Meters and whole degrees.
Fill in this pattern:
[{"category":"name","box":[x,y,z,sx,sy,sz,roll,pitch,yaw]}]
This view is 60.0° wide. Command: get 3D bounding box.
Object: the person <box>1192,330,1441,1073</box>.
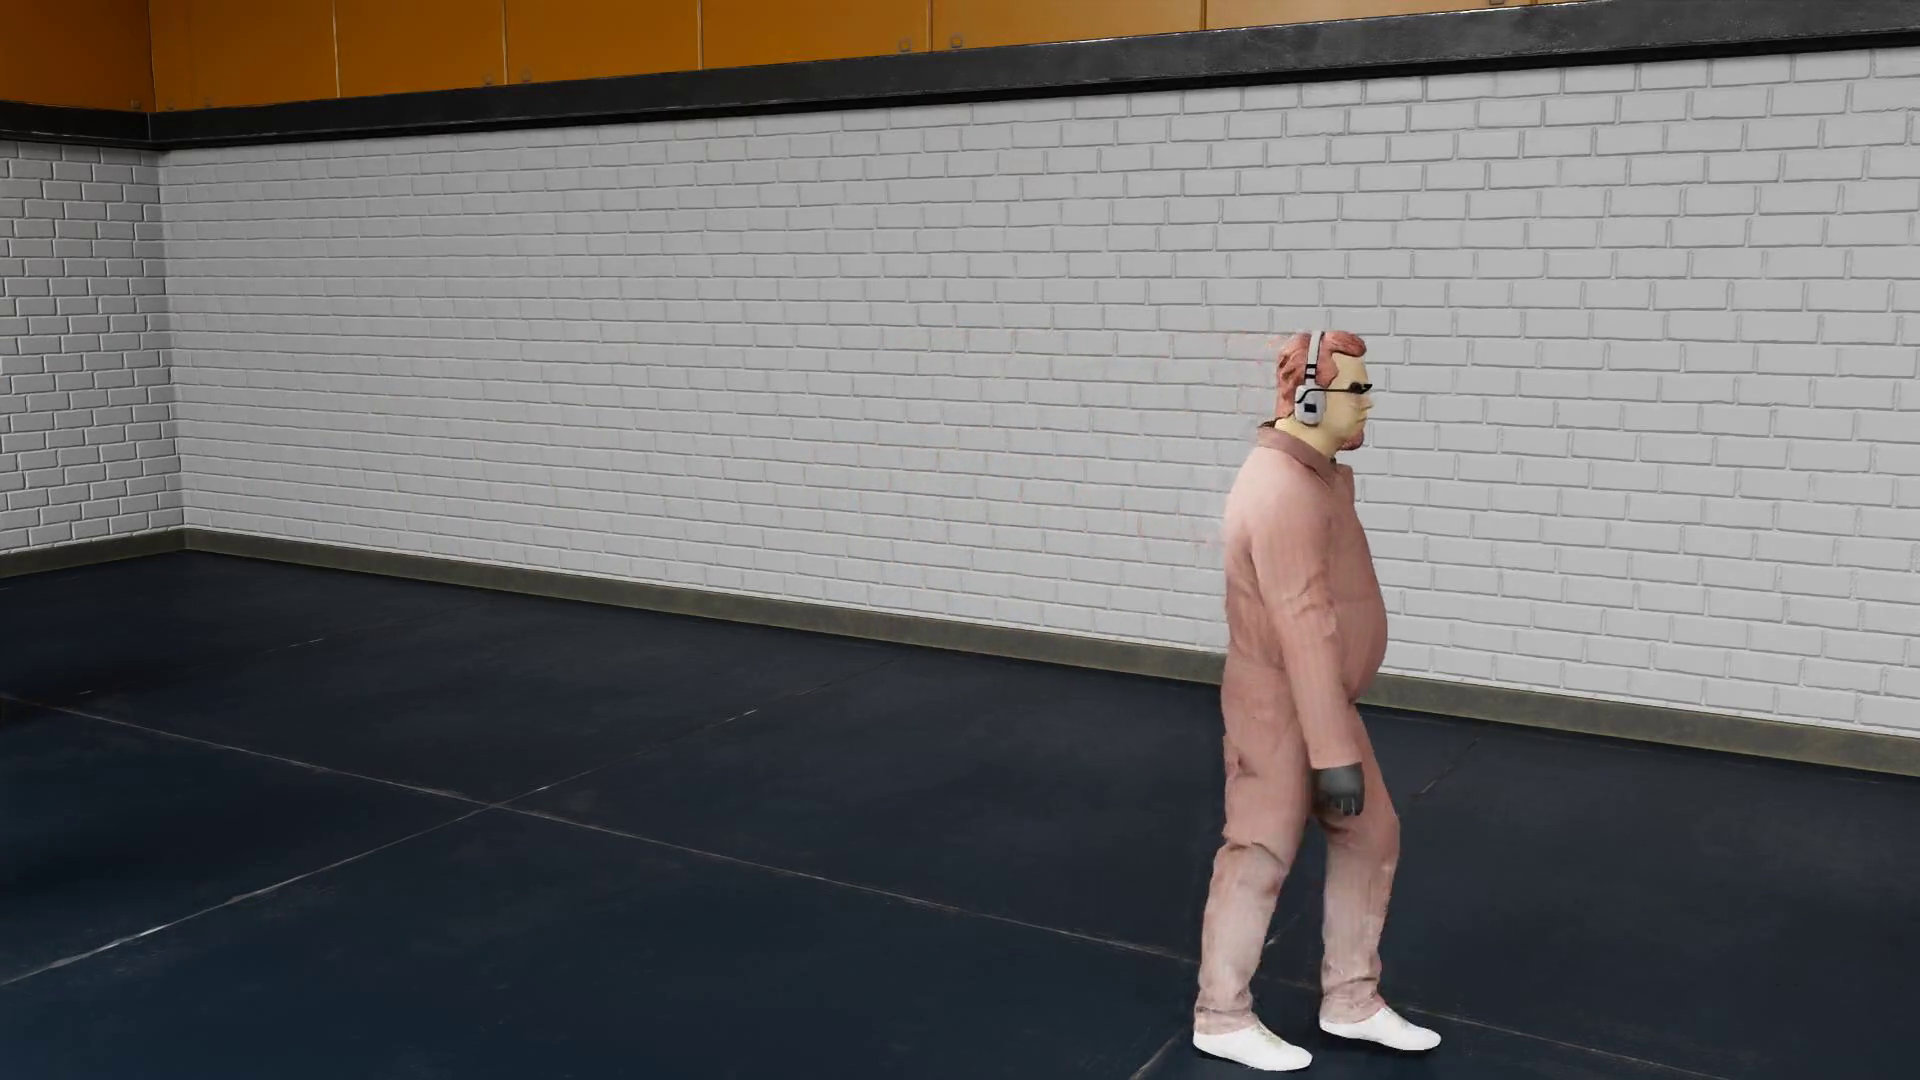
[{"category":"person","box":[0.935,0.432,4.101,0.758,1.877,0.664,3,10,17]}]
